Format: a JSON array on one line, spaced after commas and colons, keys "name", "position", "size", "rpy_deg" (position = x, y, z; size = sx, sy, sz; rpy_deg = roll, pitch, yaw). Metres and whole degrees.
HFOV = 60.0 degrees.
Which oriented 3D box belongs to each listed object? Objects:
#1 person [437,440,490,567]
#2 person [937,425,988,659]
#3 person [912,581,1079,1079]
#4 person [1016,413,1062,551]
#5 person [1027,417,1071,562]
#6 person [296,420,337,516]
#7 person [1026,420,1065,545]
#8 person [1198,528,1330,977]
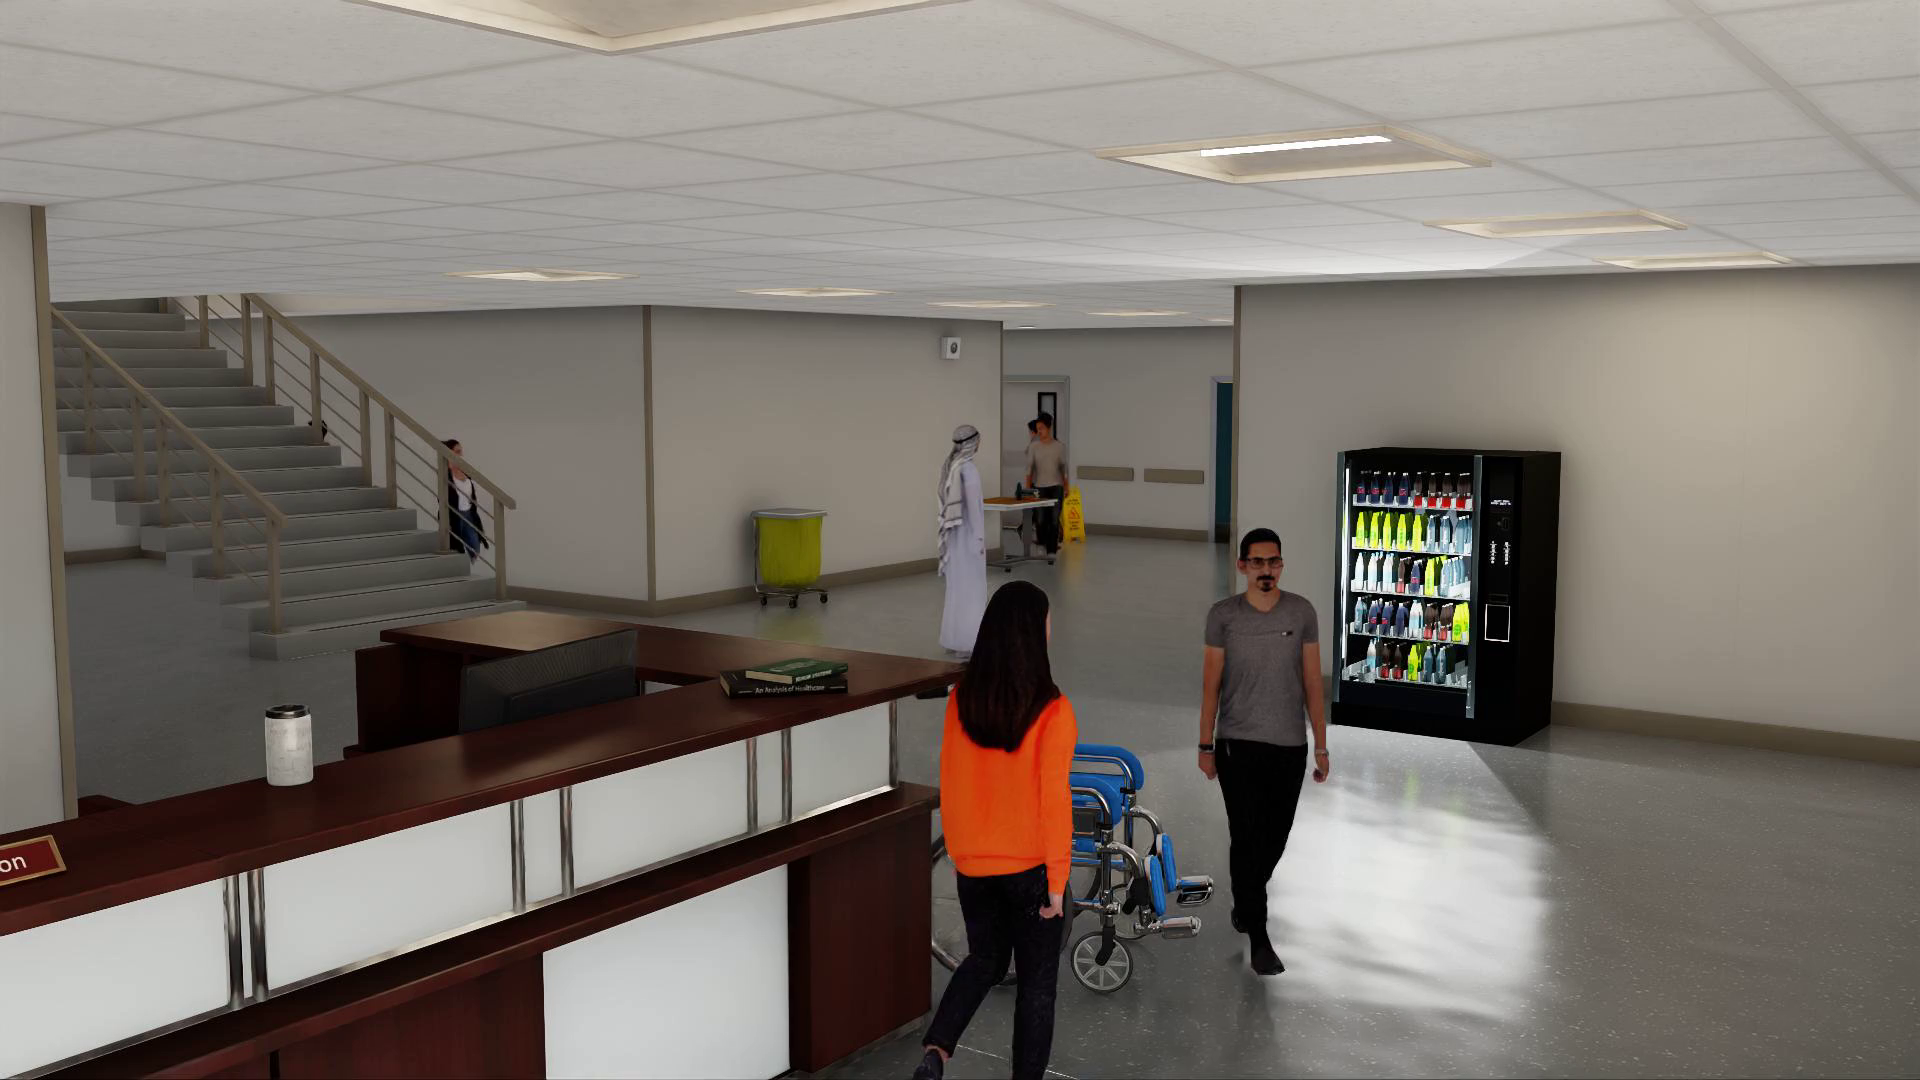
[{"name": "person", "position": [-5.162, -0.179, 16.860], "size": [0.710, 1.675, 0.682], "rpy_deg": [3, 7, 28]}, {"name": "person", "position": [0.027, 0.004, 13.820], "size": [0.881, 1.921, 0.775], "rpy_deg": [-2, 6, -22]}, {"name": "person", "position": [0.089, 0.995, 4.891], "size": [0.775, 1.735, 0.694], "rpy_deg": [4, 7, 38]}, {"name": "person", "position": [1.013, -0.757, 21.894], "size": [0.860, 1.818, 0.805], "rpy_deg": [2, 6, 22]}, {"name": "person", "position": [1.094, -0.645, 20.905], "size": [0.825, 1.793, 0.897], "rpy_deg": [-1, 6, -7]}, {"name": "person", "position": [-6.633, -0.317, 17.494], "size": [1.278, 1.823, 0.791], "rpy_deg": [3, 6, 26]}, {"name": "person", "position": [1.158, -0.759, 22.506], "size": [0.847, 1.699, 0.976], "rpy_deg": [-4, 7, -32]}, {"name": "person", "position": [1.195, 0.817, 6.696], "size": [1.104, 1.728, 1.120], "rpy_deg": [0, 6, 1]}]
